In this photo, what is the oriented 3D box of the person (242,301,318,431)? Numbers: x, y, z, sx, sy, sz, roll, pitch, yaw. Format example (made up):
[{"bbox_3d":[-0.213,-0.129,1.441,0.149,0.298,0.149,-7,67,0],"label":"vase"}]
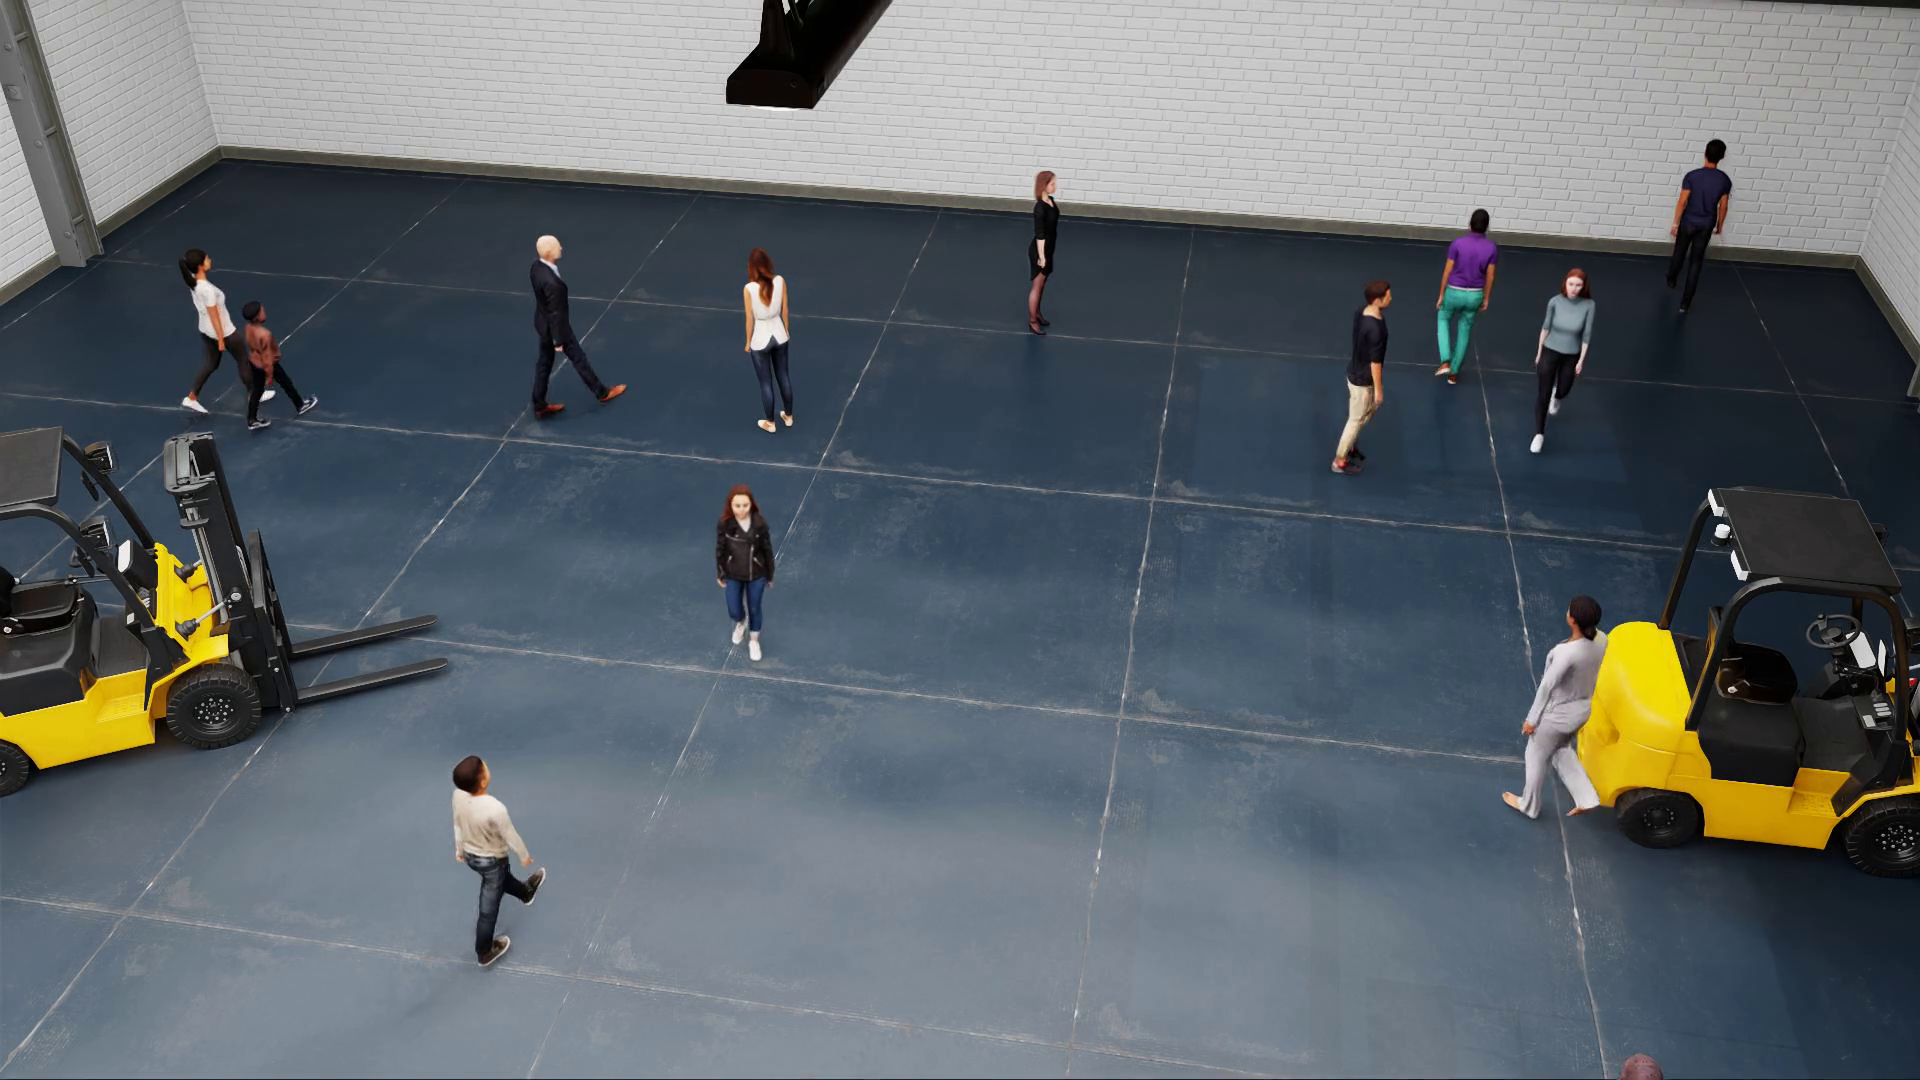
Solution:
[{"bbox_3d":[-6.418,-1.573,15.213,0.772,1.221,0.991,21,39,28],"label":"person"}]

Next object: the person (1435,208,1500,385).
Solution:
[{"bbox_3d":[4.780,-2.268,15.773,0.627,1.758,0.668,5,34,8],"label":"person"}]

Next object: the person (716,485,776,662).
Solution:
[{"bbox_3d":[-1.592,0.196,12.319,0.658,1.478,0.680,-3,34,-4],"label":"person"}]

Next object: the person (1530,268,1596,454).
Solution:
[{"bbox_3d":[5.376,-1.652,14.875,0.713,1.726,1.028,13,36,19],"label":"person"}]

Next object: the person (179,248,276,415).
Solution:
[{"bbox_3d":[-6.933,-1.897,15.339,0.946,1.621,1.116,29,43,36],"label":"person"}]

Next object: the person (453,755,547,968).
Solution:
[{"bbox_3d":[-2.825,1.912,9.773,0.783,1.439,1.028,17,37,24],"label":"person"}]

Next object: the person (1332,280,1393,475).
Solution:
[{"bbox_3d":[3.396,-1.395,14.385,0.770,1.841,0.615,0,34,0],"label":"person"}]

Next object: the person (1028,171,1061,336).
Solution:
[{"bbox_3d":[0.829,-2.912,16.792,0.660,1.704,0.453,8,34,12],"label":"person"}]

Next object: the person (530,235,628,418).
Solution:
[{"bbox_3d":[-3.794,-1.916,15.242,1.190,1.760,1.171,-18,38,-25],"label":"person"}]

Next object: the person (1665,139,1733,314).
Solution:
[{"bbox_3d":[7.630,-3.206,17.199,0.755,1.743,1.163,9,35,13],"label":"person"}]

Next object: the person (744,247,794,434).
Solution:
[{"bbox_3d":[-1.722,-1.804,15.051,0.663,1.785,0.711,-19,38,-26],"label":"person"}]

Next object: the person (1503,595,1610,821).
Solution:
[{"bbox_3d":[3.940,1.148,10.667,0.925,1.721,0.980,-23,40,-31],"label":"person"}]
